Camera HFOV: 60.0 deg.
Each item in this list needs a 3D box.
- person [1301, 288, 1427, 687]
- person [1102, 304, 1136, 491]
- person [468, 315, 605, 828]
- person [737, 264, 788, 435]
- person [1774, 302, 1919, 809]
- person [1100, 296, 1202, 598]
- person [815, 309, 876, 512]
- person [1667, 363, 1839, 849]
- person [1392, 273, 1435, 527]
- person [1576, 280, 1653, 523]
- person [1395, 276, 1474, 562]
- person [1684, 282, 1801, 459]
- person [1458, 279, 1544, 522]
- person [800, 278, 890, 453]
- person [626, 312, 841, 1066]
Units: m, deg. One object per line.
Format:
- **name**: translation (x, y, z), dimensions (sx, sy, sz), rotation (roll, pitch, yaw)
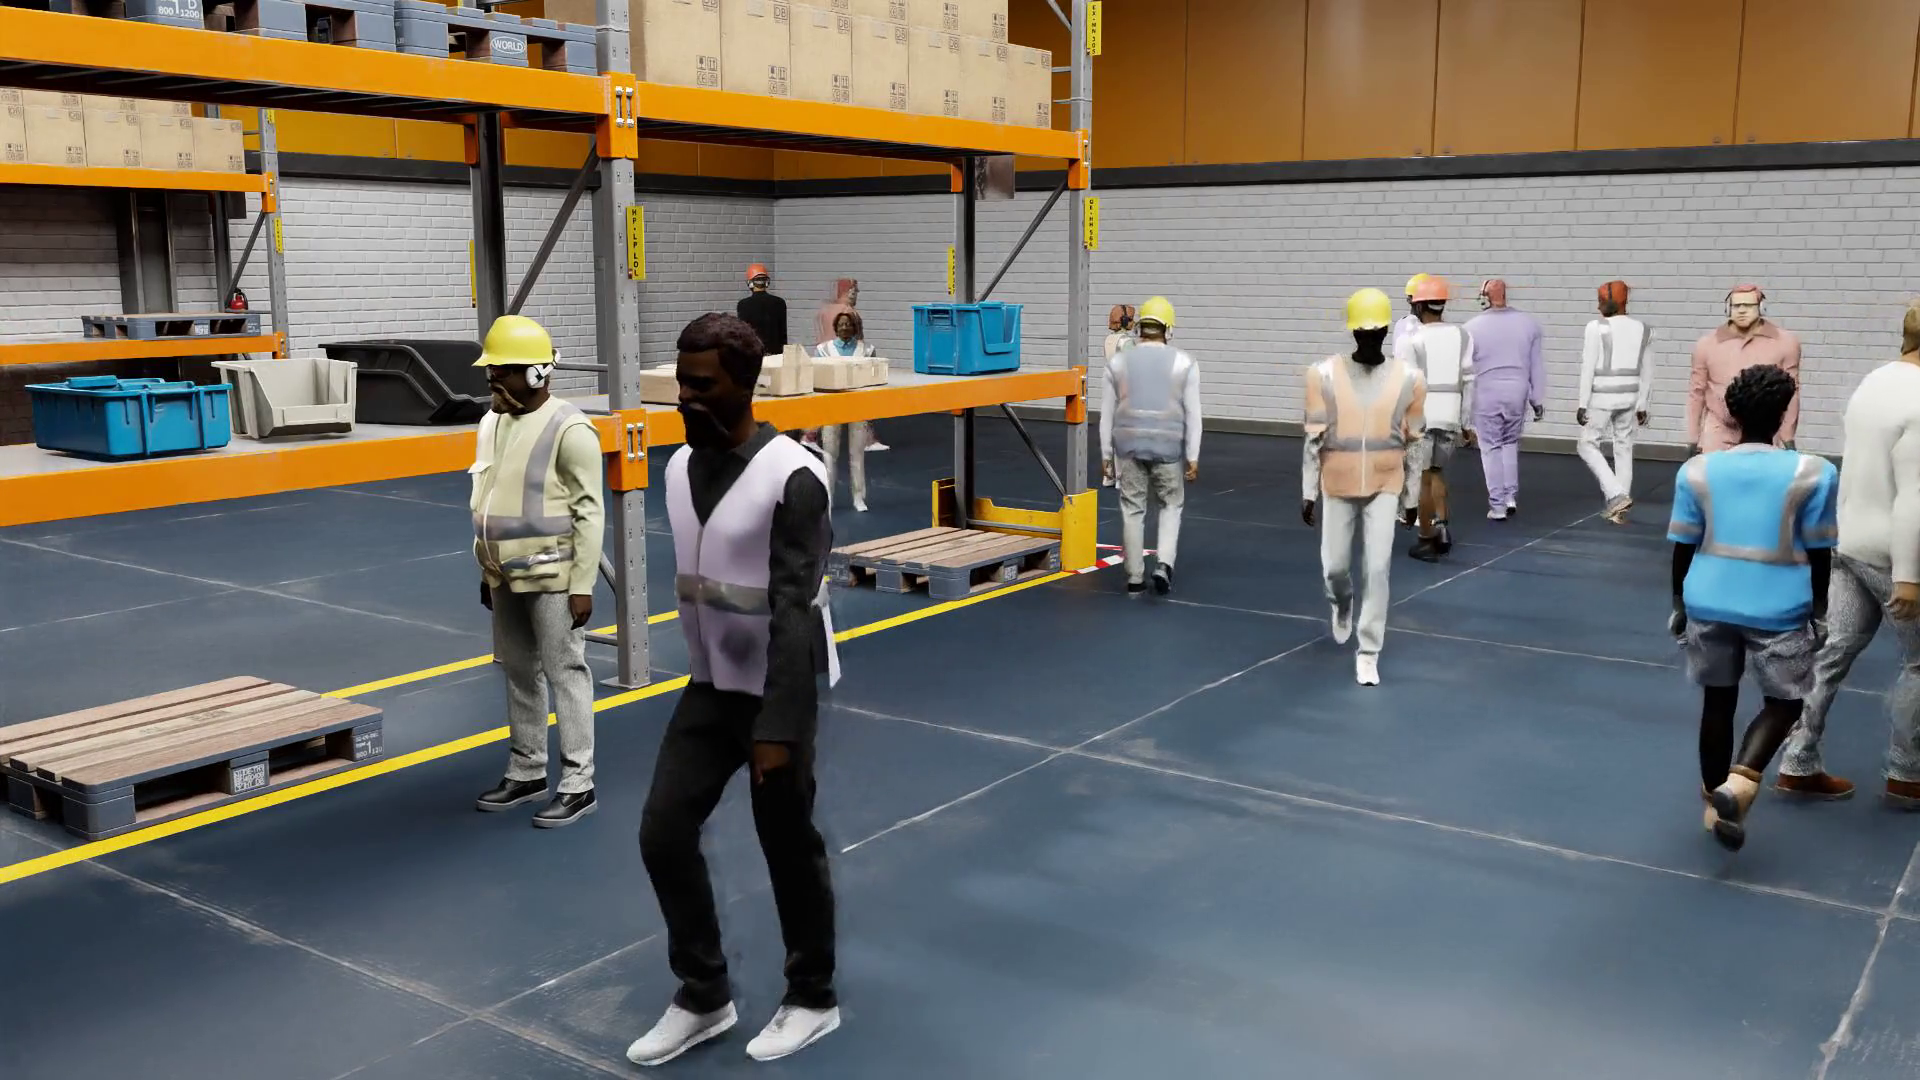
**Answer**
- **person**: translation (1.970, -0.285, 8.141), dimensions (0.584, 1.900, 0.728), rotation (2, 10, 12)
- **person**: translation (1.422, -1.256, 14.709), dimensions (0.307, 1.641, 0.514), rotation (-4, 10, -21)
- **person**: translation (-1.538, 0.114, 5.979), dimensions (0.597, 1.831, 0.403), rotation (7, 12, 37)
- **person**: translation (-2.139, -1.963, 17.896), dimensions (0.608, 1.984, 0.397), rotation (-7, 12, -36)
- **person**: translation (3.440, 0.063, 6.059), dimensions (0.820, 1.897, 0.766), rotation (1, 10, 4)
- **person**: translation (1.140, -0.546, 9.967), dimensions (0.612, 1.812, 0.428), rotation (2, 10, 13)
- **person**: translation (-0.919, -1.037, 13.404), dimensions (0.514, 1.641, 0.315), rotation (-1, 10, -8)
- **person**: translation (2.651, 0.242, 5.645), dimensions (0.533, 1.677, 0.552), rotation (8, 12, 39)
- **person**: translation (3.509, -1.061, 12.747), dimensions (0.427, 1.925, 0.596), rotation (-1, 10, -4)
- **person**: translation (5.015, -1.042, 12.728), dimensions (0.665, 1.872, 0.381), rotation (-2, 10, -12)
- **person**: translation (3.155, -0.807, 11.204), dimensions (0.571, 1.918, 0.414), rotation (-2, 10, -13)
- **person**: translation (4.950, -0.687, 10.568), dimensions (0.669, 1.890, 0.455), rotation (5, 11, 28)
- **person**: translation (4.188, -1.097, 13.043), dimensions (0.673, 1.878, 0.660), rotation (0, 10, -1)
- **person**: translation (-1.261, -1.827, 17.504), dimensions (0.995, 1.858, 0.646), rotation (-7, 12, -34)
- **person**: translation (-0.576, 0.399, 4.109), dimensions (0.606, 1.897, 0.694), rotation (8, 13, 41)
